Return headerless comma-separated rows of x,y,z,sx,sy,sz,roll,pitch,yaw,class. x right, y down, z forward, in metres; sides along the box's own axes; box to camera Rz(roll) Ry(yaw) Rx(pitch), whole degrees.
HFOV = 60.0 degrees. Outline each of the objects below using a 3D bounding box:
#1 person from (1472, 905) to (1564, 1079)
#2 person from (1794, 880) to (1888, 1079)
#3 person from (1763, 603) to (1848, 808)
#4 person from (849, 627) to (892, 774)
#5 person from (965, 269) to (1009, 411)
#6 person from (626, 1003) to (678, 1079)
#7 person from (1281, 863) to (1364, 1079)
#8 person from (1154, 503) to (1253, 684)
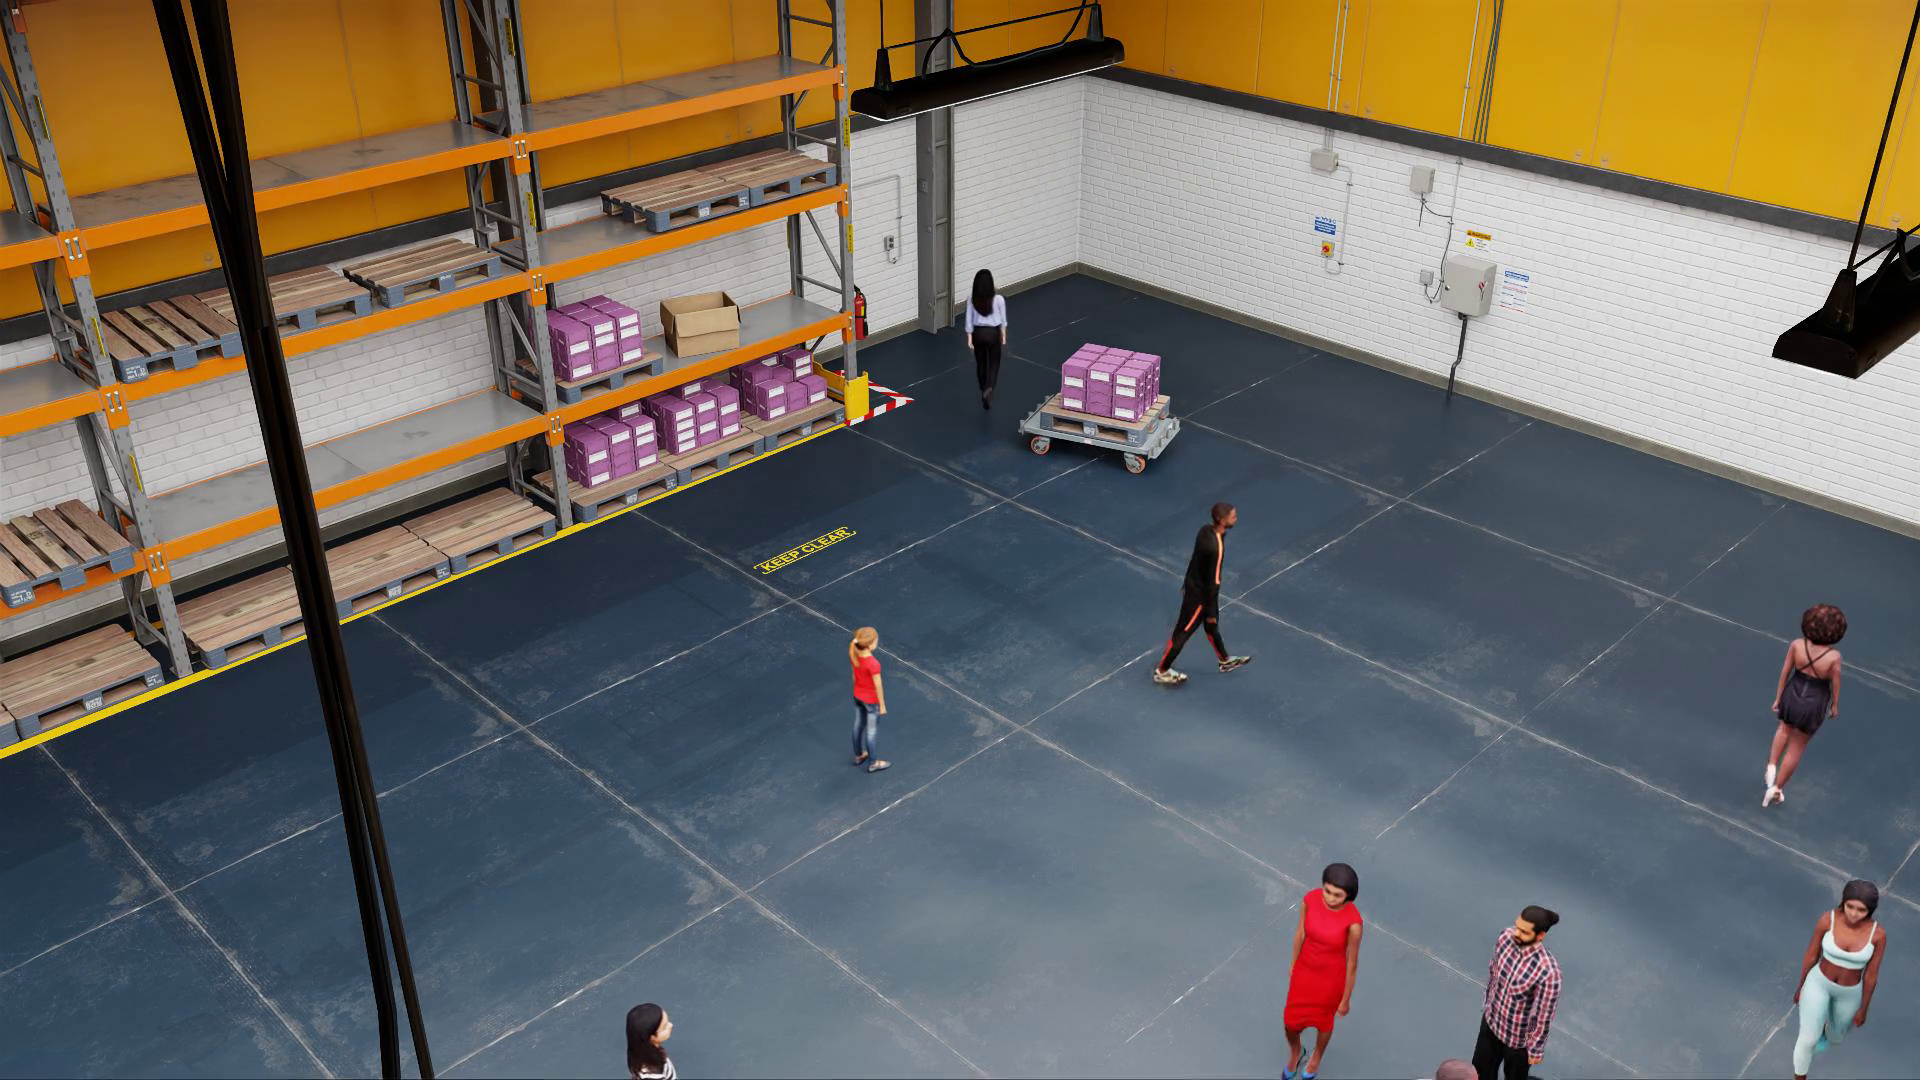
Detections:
3.381,2.883,9.984,1.014,1.749,0.882,-12,31,-21,person
5.402,2.760,10.255,0.722,1.704,1.029,17,33,28,person
6.454,1.325,12.811,0.637,1.776,0.570,-23,36,-36,person
-0.754,1.272,13.395,0.473,1.309,0.489,-24,37,-37,person
0.306,-2.317,19.536,0.986,1.729,1.083,2,29,4,person
-1.680,3.274,9.217,0.613,1.796,0.646,-12,31,-22,person
2.296,2.675,10.379,0.642,1.734,0.620,20,35,33,person
2.006,0.479,14.386,1.180,1.753,1.107,-1,29,-2,person
